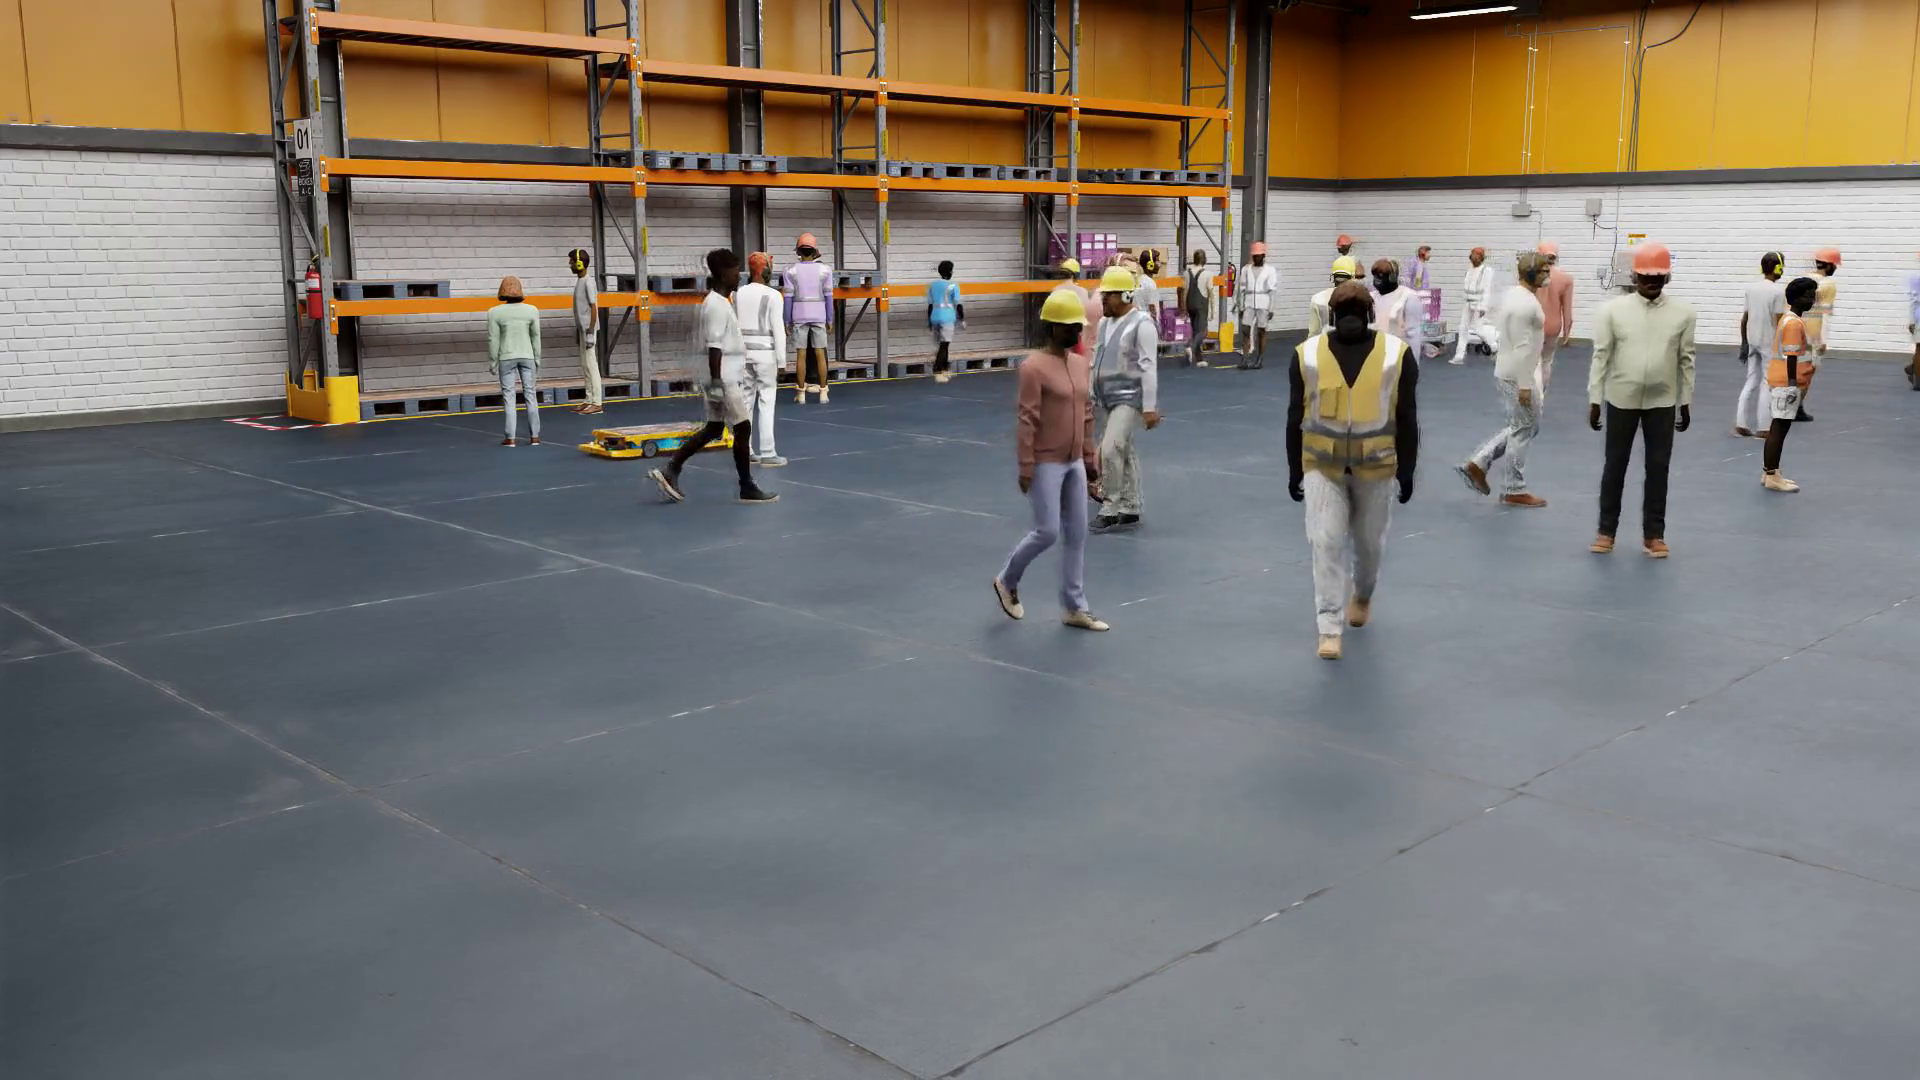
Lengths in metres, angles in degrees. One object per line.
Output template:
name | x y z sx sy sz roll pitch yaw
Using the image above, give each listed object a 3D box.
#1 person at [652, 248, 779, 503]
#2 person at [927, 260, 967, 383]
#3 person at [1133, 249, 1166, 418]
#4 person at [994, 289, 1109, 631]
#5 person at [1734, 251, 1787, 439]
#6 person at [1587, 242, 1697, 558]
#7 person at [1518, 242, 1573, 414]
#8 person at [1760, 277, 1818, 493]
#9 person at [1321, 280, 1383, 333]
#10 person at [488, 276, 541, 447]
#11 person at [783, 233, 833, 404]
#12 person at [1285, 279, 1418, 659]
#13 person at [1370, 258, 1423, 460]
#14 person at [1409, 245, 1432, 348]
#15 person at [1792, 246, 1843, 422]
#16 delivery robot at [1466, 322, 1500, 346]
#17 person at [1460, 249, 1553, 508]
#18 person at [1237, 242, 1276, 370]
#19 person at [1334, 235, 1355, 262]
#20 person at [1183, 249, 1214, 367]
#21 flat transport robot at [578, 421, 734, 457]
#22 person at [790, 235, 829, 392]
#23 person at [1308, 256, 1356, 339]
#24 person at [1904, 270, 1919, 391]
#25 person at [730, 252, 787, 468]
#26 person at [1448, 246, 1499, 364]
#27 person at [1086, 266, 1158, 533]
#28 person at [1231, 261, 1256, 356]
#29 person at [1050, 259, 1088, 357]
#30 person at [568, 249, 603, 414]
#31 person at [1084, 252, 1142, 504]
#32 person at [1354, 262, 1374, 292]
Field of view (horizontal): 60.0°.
person | -1.871 -1.225 12.510 0.892 1.940 0.604 -2 11 -9
person | -0.148 -3.007 22.958 0.548 1.663 0.752 10 14 43
person | 2.087 -2.287 18.481 0.316 1.870 0.531 -3 11 -18
person | 0.489 -0.404 8.533 0.573 1.756 0.533 9 14 40
person | 8.005 -1.932 16.551 0.320 1.868 0.527 -4 11 -19
person | 4.298 -0.876 10.505 0.633 1.976 0.435 2 11 12
person | 6.613 -2.406 18.943 0.626 1.938 1.031 2 11 9
person | 6.583 -1.233 13.205 0.317 1.695 0.540 4 11 22
person | 2.882 -1.067 12.303 0.498 1.702 0.884 -3 11 -16
person | -4.273 -1.712 15.990 0.497 1.634 0.279 -5 12 -27
person | -1.828 -2.660 20.039 0.605 2.045 0.377 -2 11 -11
person | 1.915 -0.369 8.176 0.633 1.816 0.796 3 11 13
person | 3.671 -1.526 14.461 0.491 1.819 0.652 -7 13 -34
person | 8.242 -4.328 29.693 0.491 1.828 0.574 3 11 14
person | 9.235 -2.226 18.052 0.530 1.907 0.575 -3 11 -14
delivery robot | 8.947 -3.471 28.271 0.477 0.478 0.707 -6 12 -30
person | 4.107 -1.189 12.359 0.528 1.922 0.625 3 11 18
person | 4.415 -3.487 24.914 0.577 1.904 0.859 5 12 25
person | 7.076 -4.650 30.955 0.837 2.009 0.616 0 10 -2
person | 3.610 -3.533 25.427 0.515 1.823 0.741 8 13 37
flat transport robot | -2.777 -0.951 15.560 1.431 0.197 0.652 -9 14 -39
person | -1.979 -2.939 21.573 0.535 2.000 0.675 -6 12 -28
person | 3.533 -1.713 15.454 0.597 1.832 0.404 2 11 12
person | 12.536 -2.891 21.632 0.551 1.922 0.515 -2 11 -9
person | -1.755 -1.569 14.545 0.574 1.881 0.339 7 12 33
person | 8.162 -3.683 26.160 0.771 1.859 0.594 -5 11 -25
person | 1.013 -0.948 11.350 0.694 1.806 0.620 -5 12 -27
person | 4.917 -3.952 28.305 0.508 1.598 0.855 6 12 31
person | 1.341 -2.466 19.812 0.551 1.725 0.852 6 12 31
person | -4.267 -2.360 18.902 0.331 1.865 0.519 -5 12 -25
person | 1.193 -1.183 12.389 0.428 1.890 0.681 6 12 31
person | 6.018 -3.388 25.158 0.516 1.615 0.566 0 10 -1
